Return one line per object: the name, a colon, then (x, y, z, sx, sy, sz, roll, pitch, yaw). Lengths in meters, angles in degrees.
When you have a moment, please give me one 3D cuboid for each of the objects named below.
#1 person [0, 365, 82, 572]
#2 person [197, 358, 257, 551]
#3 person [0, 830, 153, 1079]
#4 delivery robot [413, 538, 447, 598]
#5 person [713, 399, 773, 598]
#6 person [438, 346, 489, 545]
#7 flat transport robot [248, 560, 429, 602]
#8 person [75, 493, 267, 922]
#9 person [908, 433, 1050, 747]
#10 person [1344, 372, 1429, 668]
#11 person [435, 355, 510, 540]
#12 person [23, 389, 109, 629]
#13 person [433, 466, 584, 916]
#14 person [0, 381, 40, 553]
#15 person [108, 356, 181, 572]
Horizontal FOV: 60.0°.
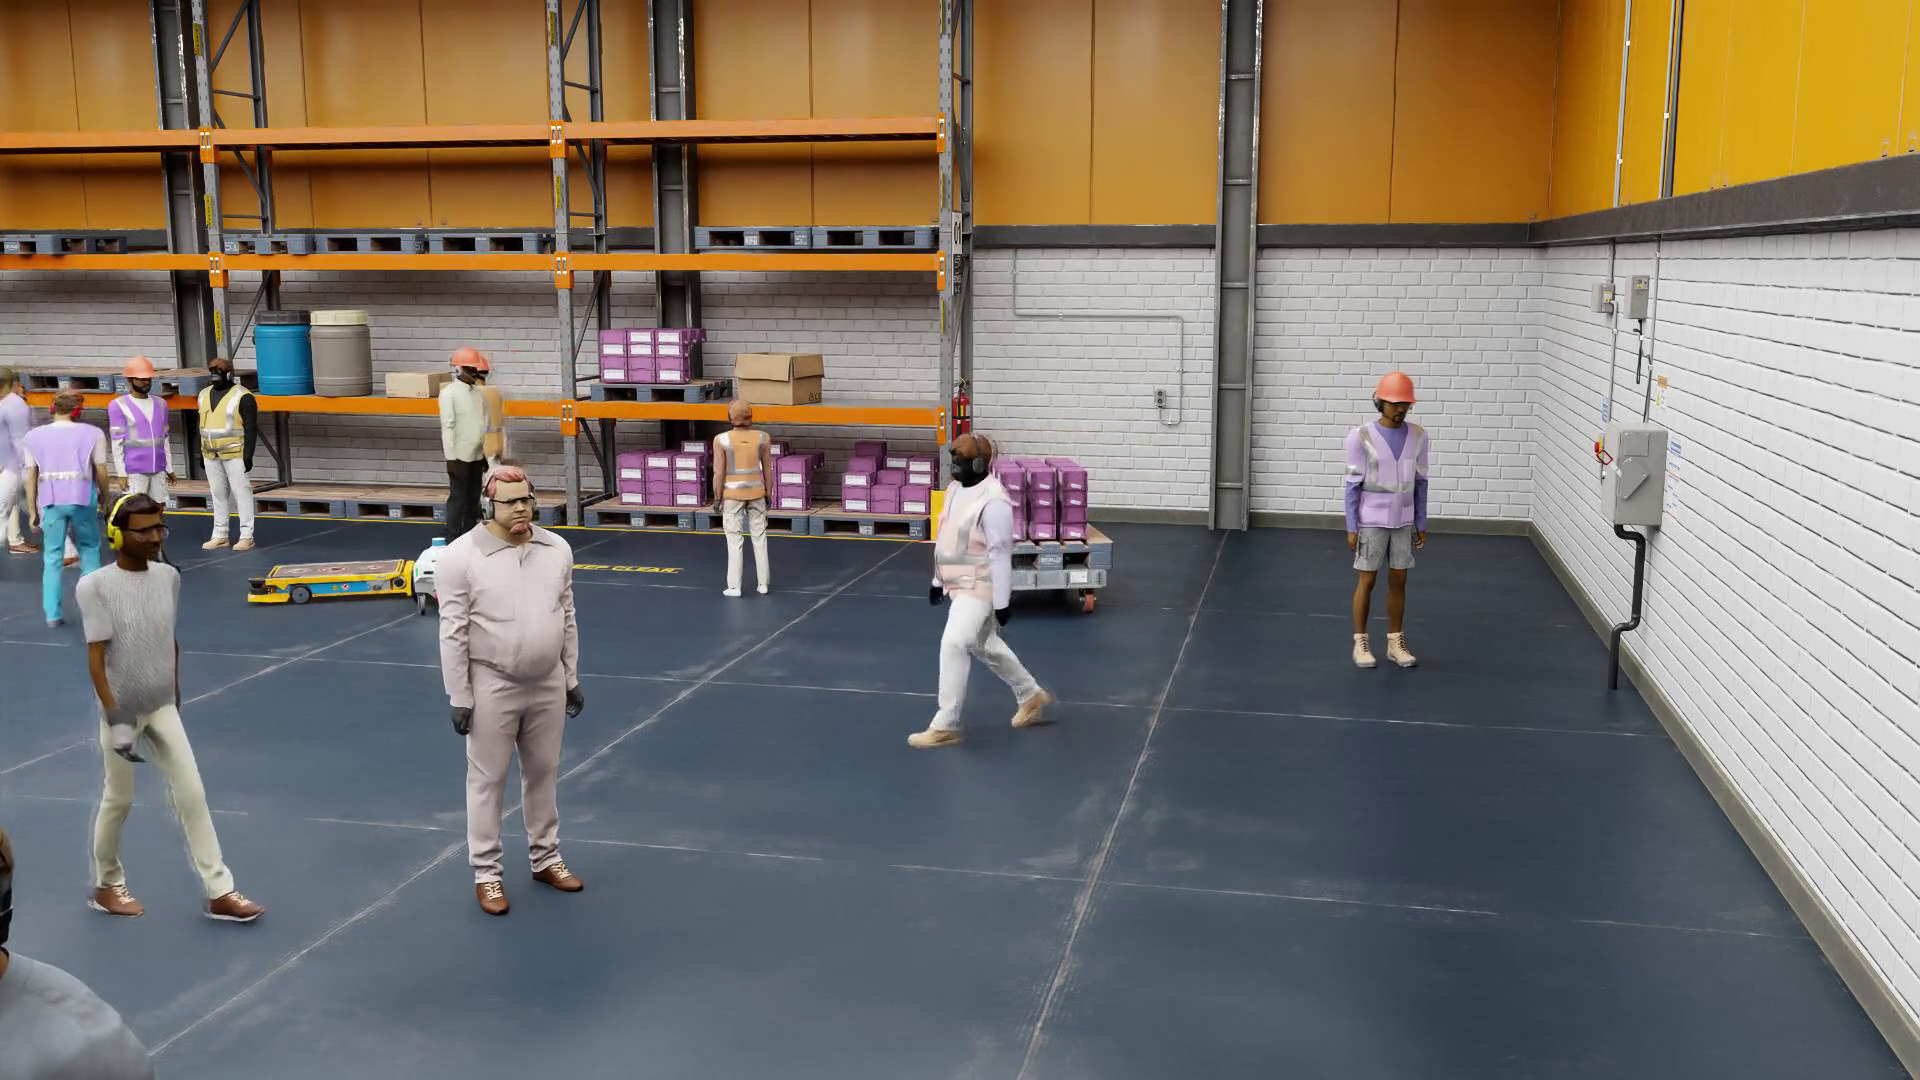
person: (-8.280, -0.598, 14.544, 1.034, 1.878, 0.630, -6, 12, -34)
person: (-7.033, -0.818, 15.931, 0.626, 1.847, 0.428, 2, 10, 14)
person: (-1.603, 1.364, 2.729, 0.631, 1.940, 0.372, 2, 10, 12)
delivery robot: (-4.155, 0.225, 13.285, 0.477, 0.478, 0.707, -2, 10, -12)
person: (-1.786, -0.338, 13.702, 0.523, 1.636, 0.311, -5, 11, -26)
person: (-4.517, -0.779, 15.260, 0.402, 1.990, 0.622, 3, 10, 15)
flat transport robot: (-5.095, 0.329, 13.789, 1.431, 0.197, 0.652, -3, 10, -15)
person: (-3.365, 0.714, 6.919, 0.847, 1.828, 0.517, 5, 11, 28)
person: (0.138, 0.268, 9.635, 0.907, 1.808, 0.622, -3, 10, -19)
person: (2.911, -0.129, 11.317, 0.608, 2.032, 0.410, -2, 10, -14)
person: (-4.637, -0.865, 16.156, 1.043, 1.877, 0.547, 2, 10, 9)
person: (-6.798, -0.244, 12.710, 0.562, 1.798, 0.690, -3, 10, -15)
person: (-1.909, 0.630, 7.175, 0.643, 1.908, 0.410, -9, 13, -44)
person: (-8.984, -0.696, 15.833, 0.286, 1.632, 0.500, -4, 10, -24)
person: (-7.130, -0.636, 14.571, 0.361, 1.939, 0.543, 5, 11, 30)
